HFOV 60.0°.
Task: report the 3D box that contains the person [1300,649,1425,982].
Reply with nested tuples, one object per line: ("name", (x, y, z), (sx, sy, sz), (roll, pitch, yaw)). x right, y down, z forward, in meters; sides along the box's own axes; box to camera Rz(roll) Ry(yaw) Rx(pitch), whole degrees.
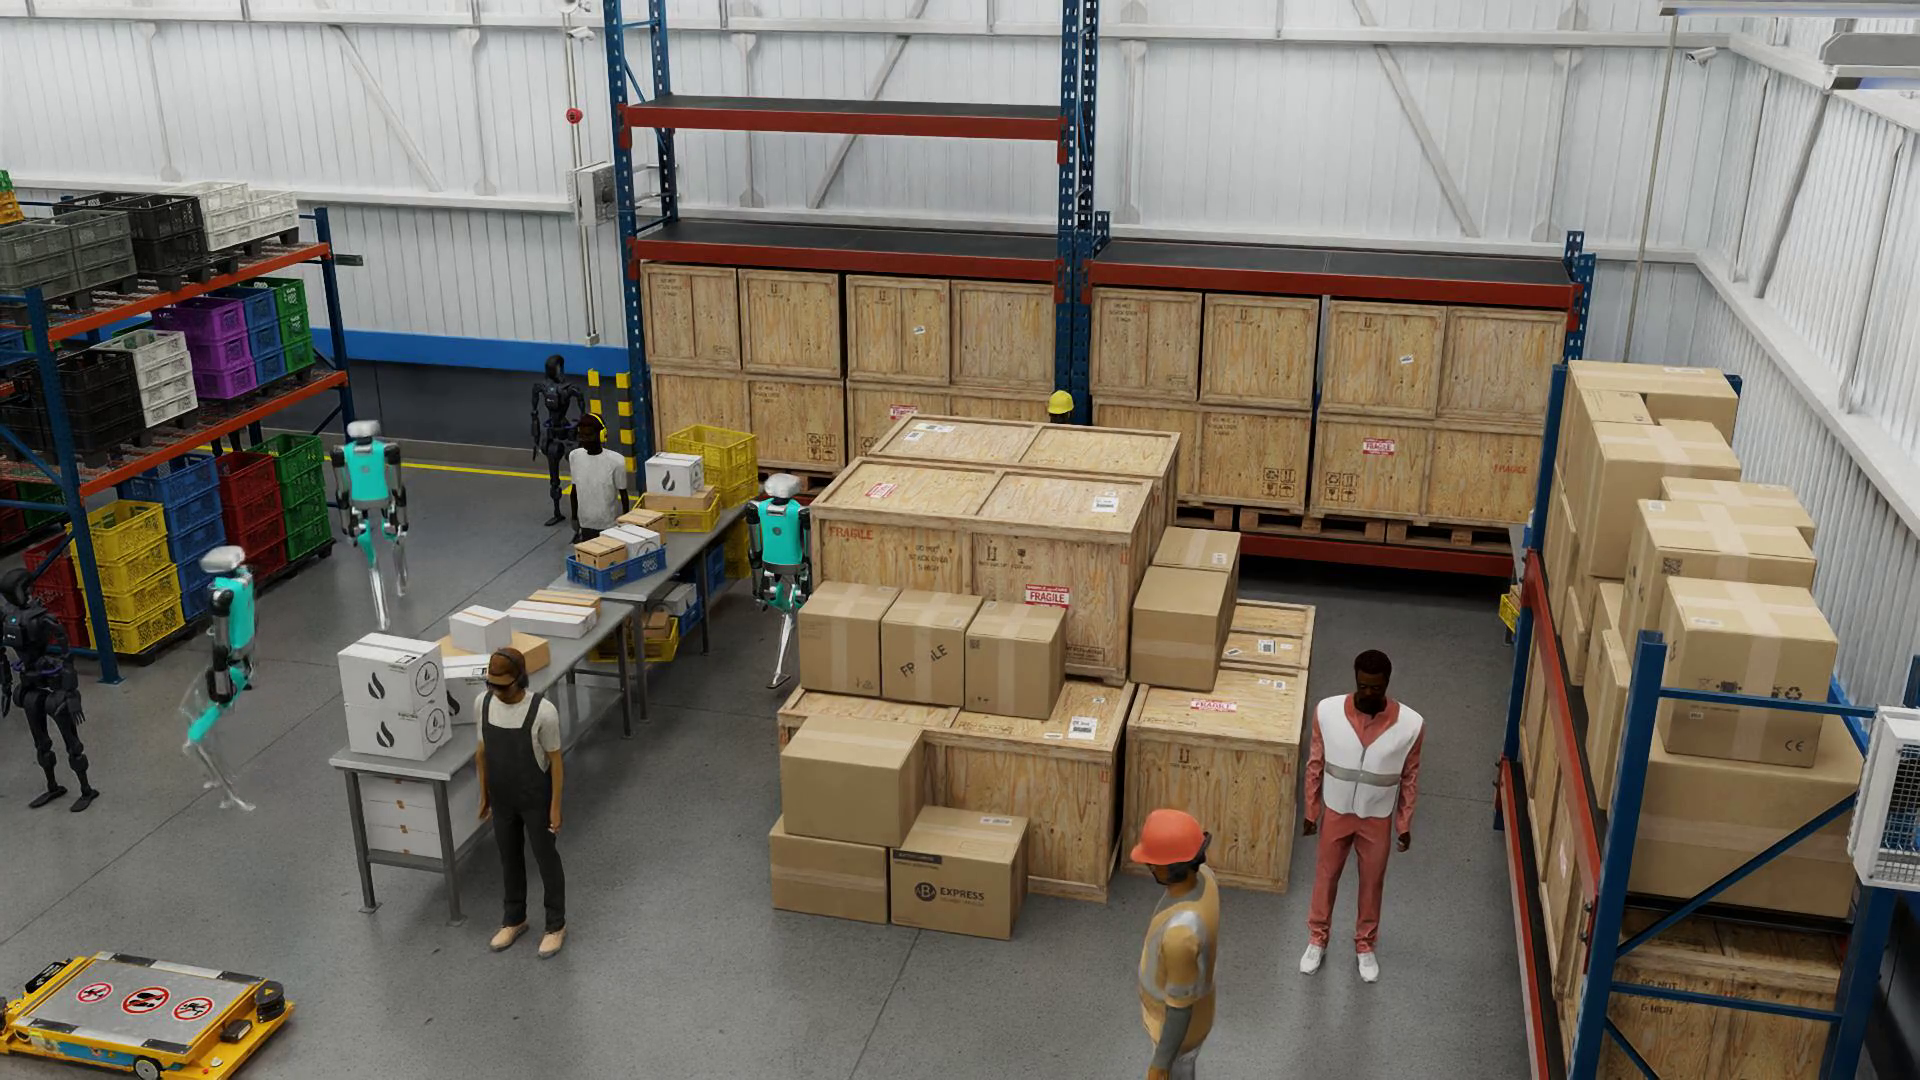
("person", (2.138, 1.460, 8.918), (0.589, 1.919, 0.393), (5, 22, 13))

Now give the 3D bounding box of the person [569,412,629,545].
("person", (-2.839, -0.098, 13.059), (0.506, 1.872, 0.329), (5, 22, 13))

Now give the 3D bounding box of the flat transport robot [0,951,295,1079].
("flat transport robot", (-4.270, 2.464, 8.601), (1.431, 0.231, 0.659), (5, 22, 13))

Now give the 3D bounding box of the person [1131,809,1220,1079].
("person", (0.904, 2.064, 7.178), (0.381, 2.035, 0.604), (5, 22, 13))

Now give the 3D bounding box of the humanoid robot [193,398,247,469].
("humanoid robot", (-7.278, -1.260, 16.355), (0.599, 1.653, 0.315), (5, 22, 13))

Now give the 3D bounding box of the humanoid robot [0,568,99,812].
("humanoid robot", (-5.825, 0.951, 10.569), (0.599, 1.653, 0.315), (5, 22, 13))

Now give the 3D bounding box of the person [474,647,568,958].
("person", (-2.406, 1.428, 9.110), (0.504, 1.841, 0.346), (5, 22, 13))

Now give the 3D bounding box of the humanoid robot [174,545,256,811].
("humanoid robot", (-4.847, 0.906, 10.648), (0.797, 1.796, 0.531), (-1, 21, -4))

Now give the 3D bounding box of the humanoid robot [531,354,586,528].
("humanoid robot", (-3.694, -0.920, 15.463), (0.599, 1.653, 0.315), (5, 22, 13))

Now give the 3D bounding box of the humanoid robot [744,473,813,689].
("humanoid robot", (-1.201, 0.270, 12.103), (0.533, 1.672, 0.735), (5, 22, 13))

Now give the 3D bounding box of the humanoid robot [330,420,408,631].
("humanoid robot", (-4.744, -0.218, 13.594), (0.537, 1.770, 0.970), (-4, 21, -11))

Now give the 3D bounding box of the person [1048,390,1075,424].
("person", (0.834, -0.407, 14.012), (0.521, 1.768, 0.310), (5, 22, 13))
